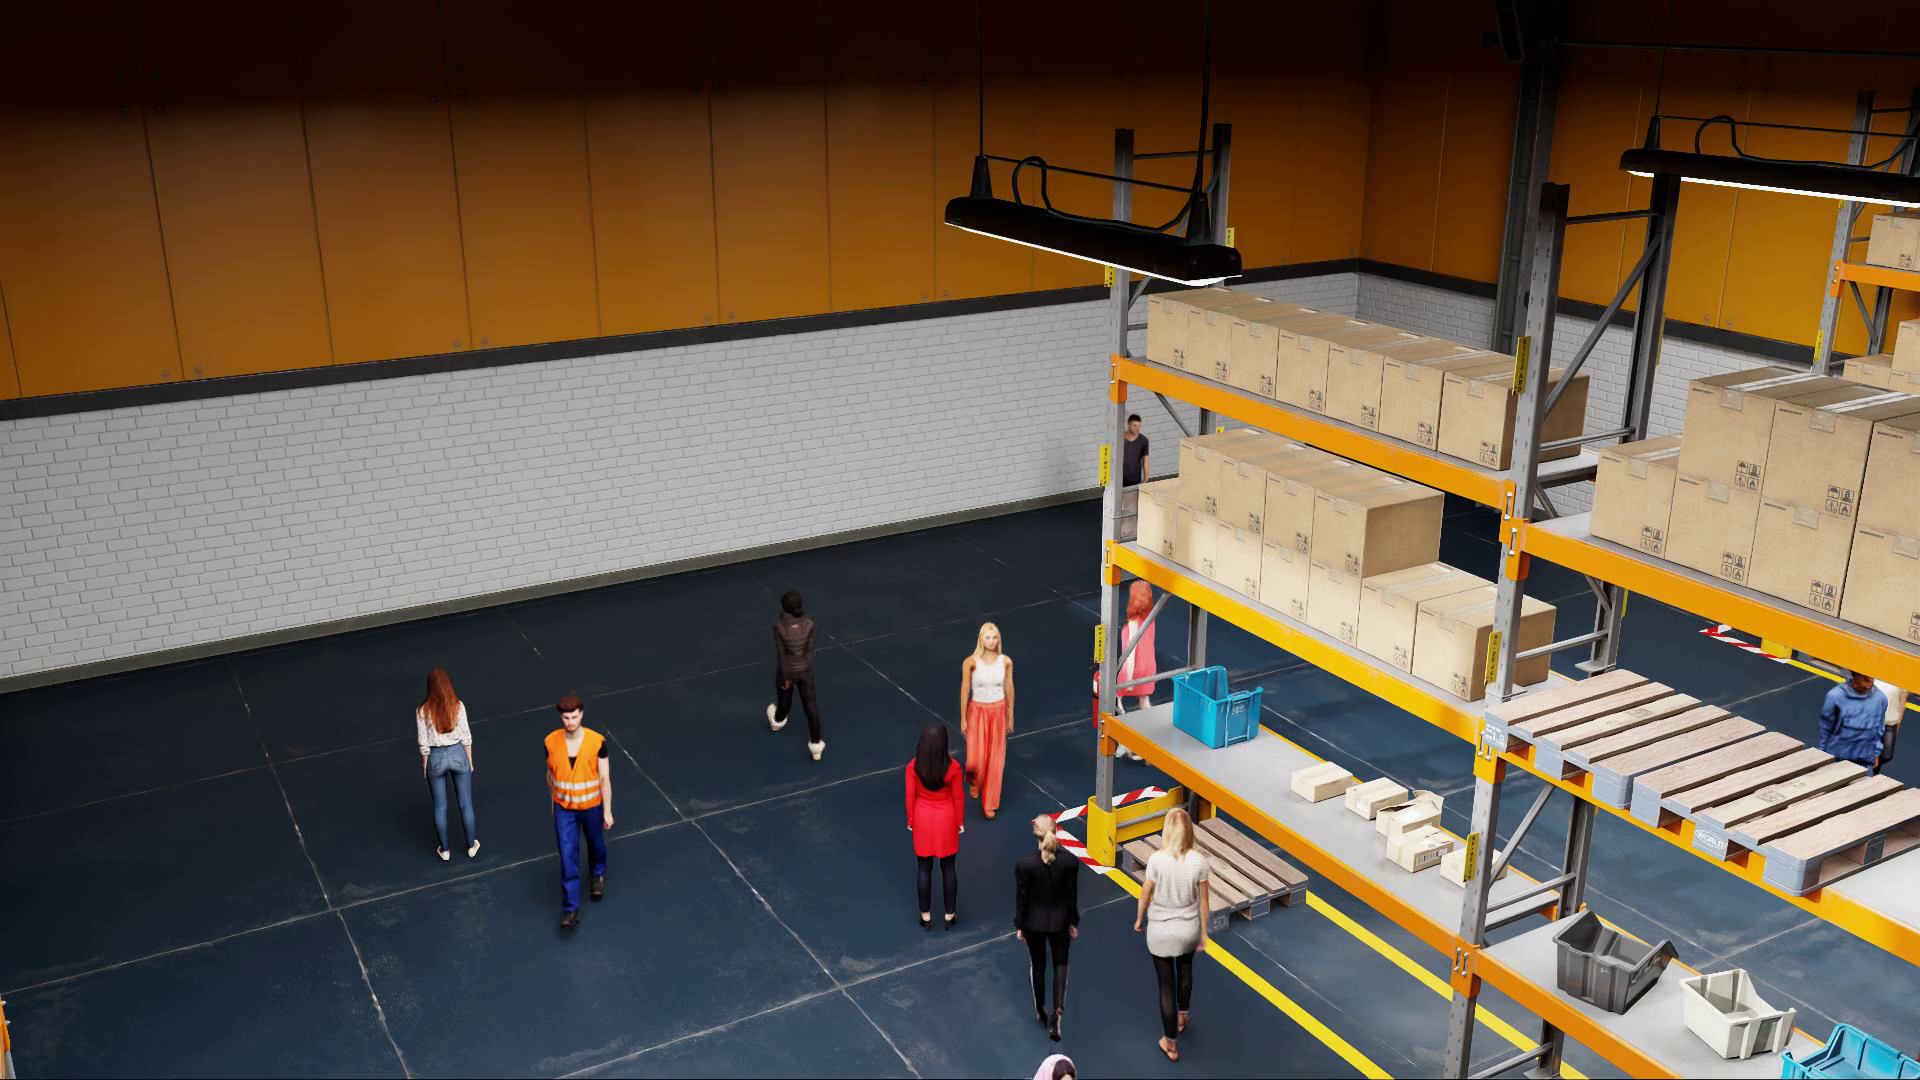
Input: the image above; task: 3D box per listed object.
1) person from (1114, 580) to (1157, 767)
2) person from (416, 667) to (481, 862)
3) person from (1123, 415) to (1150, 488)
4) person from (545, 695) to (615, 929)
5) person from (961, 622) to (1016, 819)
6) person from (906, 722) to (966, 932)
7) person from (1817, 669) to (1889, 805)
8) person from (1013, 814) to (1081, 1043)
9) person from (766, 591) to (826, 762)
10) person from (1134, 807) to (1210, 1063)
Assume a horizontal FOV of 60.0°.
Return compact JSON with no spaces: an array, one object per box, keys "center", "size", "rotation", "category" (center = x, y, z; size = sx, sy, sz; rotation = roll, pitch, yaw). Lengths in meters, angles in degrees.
[{"center":[1.728,1.265,15.445],"size":[0.763,1.810,0.741],"rotation":[15,23,37],"category":"person"},{"center":[-4.266,1.848,13.846],"size":[0.618,1.726,0.582],"rotation":[-6,19,-17],"category":"person"},{"center":[2.187,-0.815,21.780],"size":[0.989,1.710,1.285],"rotation":[-1,19,-2],"category":"person"},{"center":[-2.975,2.043,13.096],"size":[1.023,1.836,1.290],"rotation":[-1,19,-4],"category":"person"},{"center":[0.216,1.541,14.647],"size":[0.757,1.796,0.846],"rotation":[-4,19,-11],"category":"person"},{"center":[-0.186,2.197,12.775],"size":[0.727,1.748,0.763],"rotation":[1,19,2],"category":"person"},{"center":[7.487,1.743,14.057],"size":[0.831,1.791,0.883],"rotation":[4,19,11],"category":"person"},{"center":[0.610,2.692,11.392],"size":[0.839,1.692,0.967],"rotation":[-1,19,-3],"category":"person"},{"center":[-1.587,1.234,15.823],"size":[1.115,1.628,0.725],"rotation":[-10,21,-28],"category":"person"},{"center":[1.458,2.700,11.190],"size":[0.783,1.806,0.871],"rotation":[-2,19,-5],"category":"person"}]
